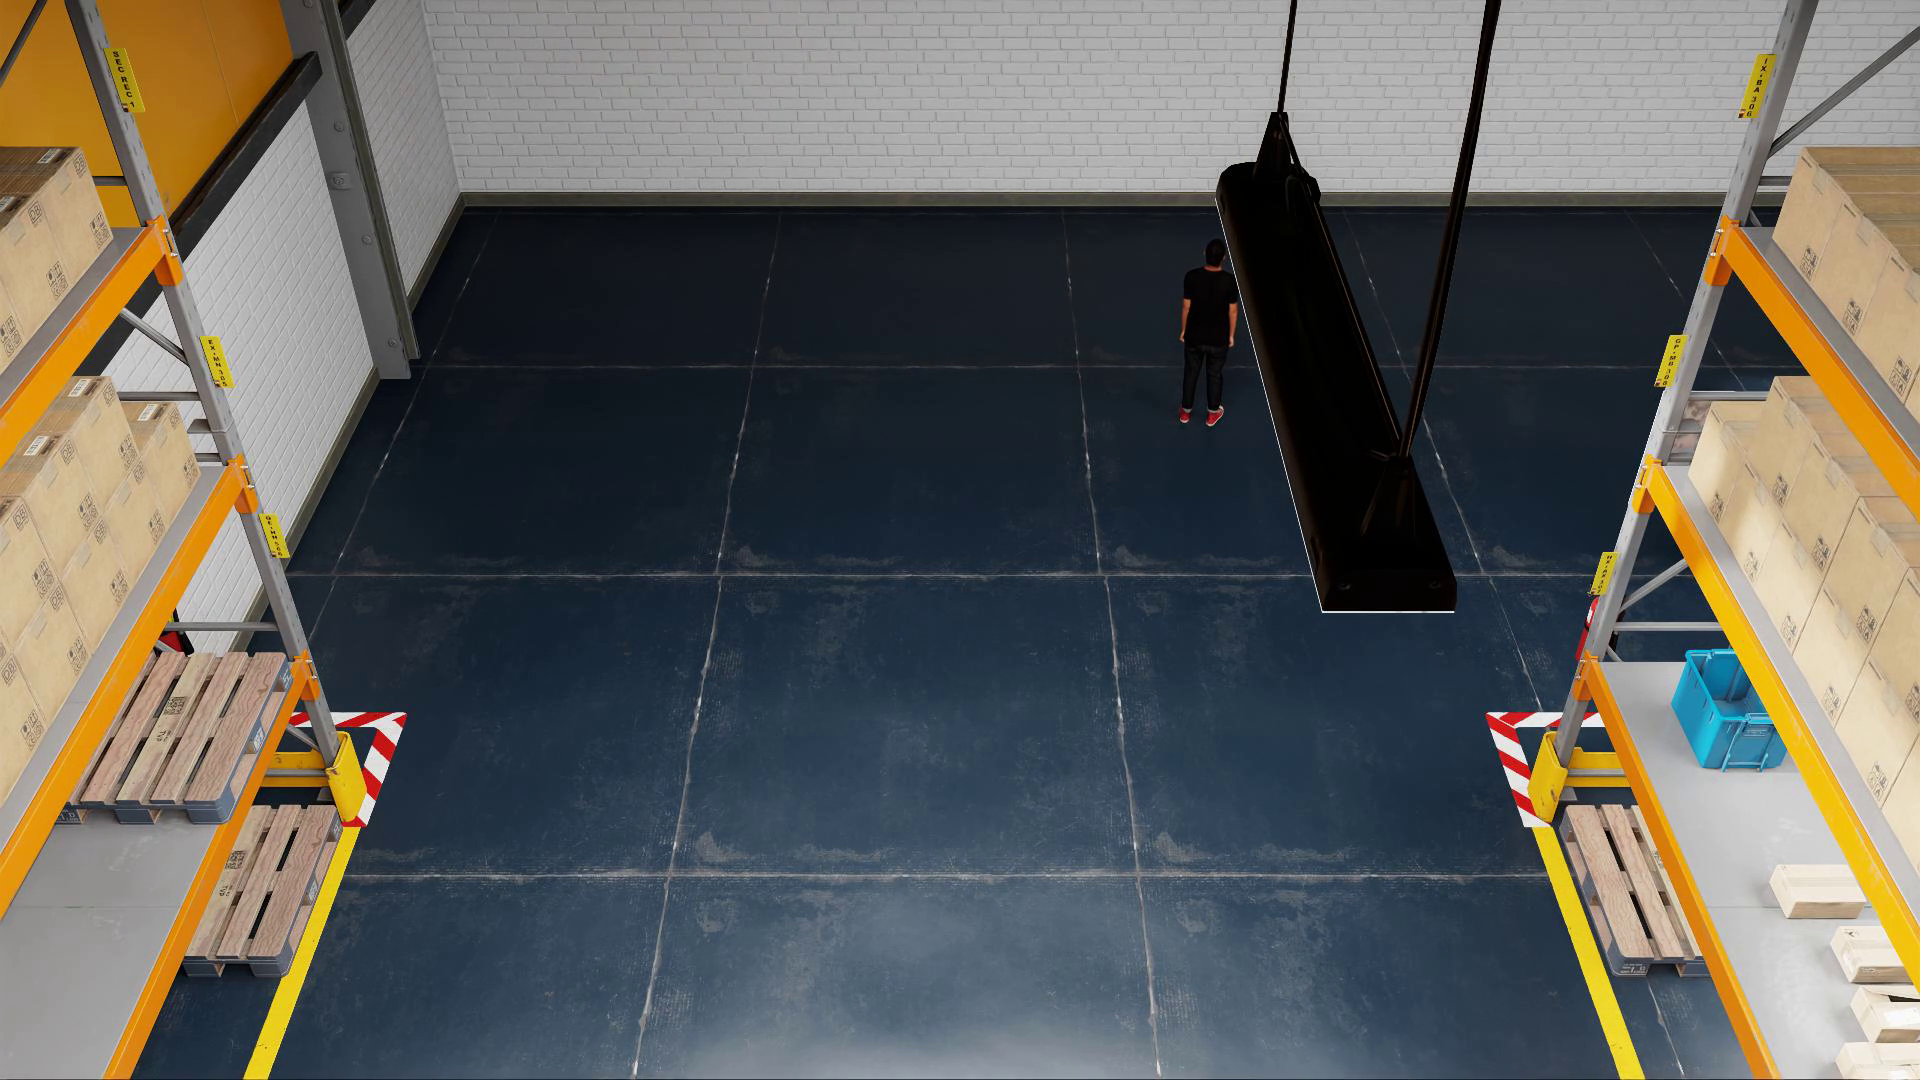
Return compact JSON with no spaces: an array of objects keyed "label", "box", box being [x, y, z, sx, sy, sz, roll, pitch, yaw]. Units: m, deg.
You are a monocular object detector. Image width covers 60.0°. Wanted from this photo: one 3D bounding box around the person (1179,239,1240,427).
[{"label":"person","box":[2.102,-1.760,14.119,0.683,1.759,0.657,9,40,11]}]
